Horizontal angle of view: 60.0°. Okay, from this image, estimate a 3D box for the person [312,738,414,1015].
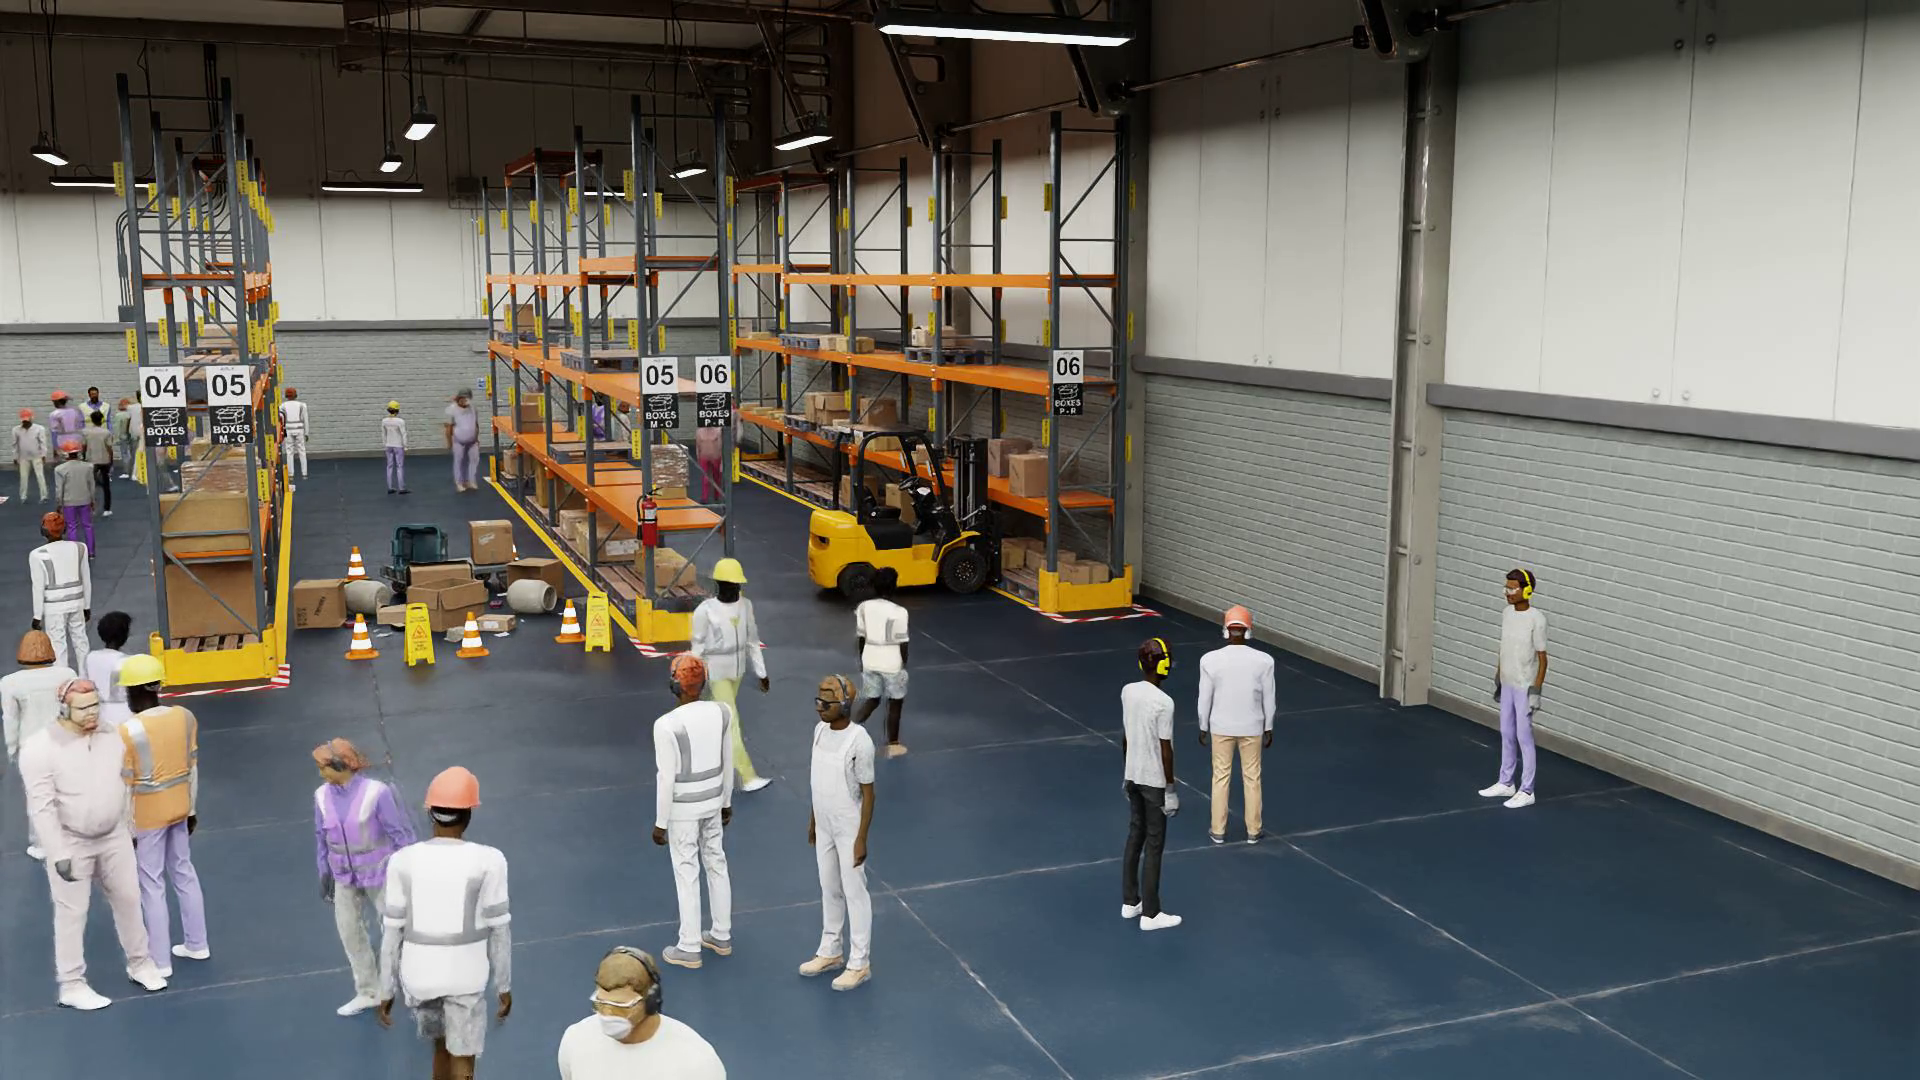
[{"bbox_3d":[-3.234,1.875,9.195,0.668,1.609,0.355,2,9,13],"label":"person"}]

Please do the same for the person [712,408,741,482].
[{"bbox_3d":[-4.654,-2.020,33.068,0.607,1.821,0.450,-3,9,-18],"label":"person"}]

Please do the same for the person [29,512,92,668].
[{"bbox_3d":[-8.609,0.666,15.949,0.354,1.883,0.572,5,11,31],"label":"person"}]

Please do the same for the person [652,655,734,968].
[{"bbox_3d":[-1.596,1.615,9.974,0.337,1.882,0.585,8,12,40],"label":"person"}]

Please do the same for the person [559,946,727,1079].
[{"bbox_3d":[-1.074,2.281,5.629,0.627,1.933,0.369,4,10,22],"label":"person"}]

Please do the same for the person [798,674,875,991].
[{"bbox_3d":[-0.705,1.683,9.672,0.346,1.846,0.506,-9,12,-43],"label":"person"}]

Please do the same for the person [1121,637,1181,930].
[{"bbox_3d":[1.214,1.536,10.558,0.335,1.860,0.508,-5,10,-29],"label":"person"}]

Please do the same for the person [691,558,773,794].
[{"bbox_3d":[-1.819,1.080,13.375,0.975,1.877,0.606,6,11,33],"label":"person"}]

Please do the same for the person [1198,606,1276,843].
[{"bbox_3d":[2.012,1.344,12.117,0.561,1.742,0.337,1,9,7],"label":"person"}]

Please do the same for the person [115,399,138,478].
[{"bbox_3d":[-17.028,-2.075,34.019,0.298,1.625,0.503,6,11,32],"label":"person"}]

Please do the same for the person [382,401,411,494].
[{"bbox_3d":[-10.701,-1.754,31.555,0.533,1.767,0.315,3,10,18],"label":"person"}]

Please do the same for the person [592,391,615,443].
[{"bbox_3d":[-7.197,-2.084,33.433,0.628,1.837,0.429,6,11,34],"label":"person"}]

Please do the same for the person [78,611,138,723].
[{"bbox_3d":[-6.200,1.353,12.242,0.549,1.688,0.378,4,10,23],"label":"person"}]

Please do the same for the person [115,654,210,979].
[{"bbox_3d":[-4.776,1.622,9.851,0.407,1.915,0.592,3,10,19],"label":"person"}]

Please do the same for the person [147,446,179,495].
[{"bbox_3d":[-15.103,-1.651,31.441,0.524,1.598,0.755,7,11,37],"label":"person"}]

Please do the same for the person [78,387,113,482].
[{"bbox_3d":[-17.297,-2.110,33.301,0.592,1.921,0.389,-6,11,-33],"label":"person"}]

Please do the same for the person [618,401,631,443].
[{"bbox_3d":[-6.734,-1.993,33.469,0.265,1.632,0.508,-2,9,-10],"label":"person"}]

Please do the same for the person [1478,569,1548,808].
[{"bbox_3d":[4.336,1.147,12.966,0.314,1.869,0.536,-3,10,-19],"label":"person"}]

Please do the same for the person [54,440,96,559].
[{"bbox_3d":[-12.825,-0.569,24.114,0.321,1.755,0.566,7,11,36],"label":"person"}]

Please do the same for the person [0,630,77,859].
[{"bbox_3d":[-6.507,1.446,11.827,0.497,1.633,0.284,-6,11,-33],"label":"person"}]

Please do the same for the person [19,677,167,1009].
[{"bbox_3d":[-4.913,1.700,9.422,0.452,1.890,0.653,6,11,31],"label":"person"}]

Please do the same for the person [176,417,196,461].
[{"bbox_3d":[-14.474,-1.587,30.983,0.555,1.602,0.558,2,9,15],"label":"person"}]

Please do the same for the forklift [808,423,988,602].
[{"bbox_3d":[-0.830,-0.399,21.676,2.313,2.155,1.214,-4,10,-21],"label":"forklift"}]

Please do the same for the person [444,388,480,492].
[{"bbox_3d":[-9.461,-1.923,31.752,0.717,2.000,0.623,-9,12,-44],"label":"person"}]

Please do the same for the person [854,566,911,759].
[{"bbox_3d":[-0.688,1.065,14.085,0.541,1.682,0.576,7,11,35],"label":"person"}]

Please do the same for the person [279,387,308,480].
[{"bbox_3d":[-13.488,-2.146,33.657,0.574,1.881,0.357,-5,10,-28],"label":"person"}]

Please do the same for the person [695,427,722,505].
[{"bbox_3d":[-4.479,-1.454,29.833,0.535,1.711,0.926,0,9,1],"label":"person"}]

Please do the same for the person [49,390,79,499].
[{"bbox_3d":[-16.596,-1.769,30.805,0.439,2.033,0.634,4,10,21],"label":"person"}]

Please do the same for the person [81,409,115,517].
[{"bbox_3d":[-14.729,-1.300,28.406,0.535,1.853,0.671,-3,9,-16],"label":"person"}]

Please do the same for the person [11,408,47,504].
[{"bbox_3d":[-16.879,-1.518,30.156,0.574,1.742,0.369,-4,10,-23],"label":"person"}]

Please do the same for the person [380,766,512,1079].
[{"bbox_3d":[-2.346,2.011,7.510,0.576,1.887,0.898,0,9,1],"label":"person"}]
